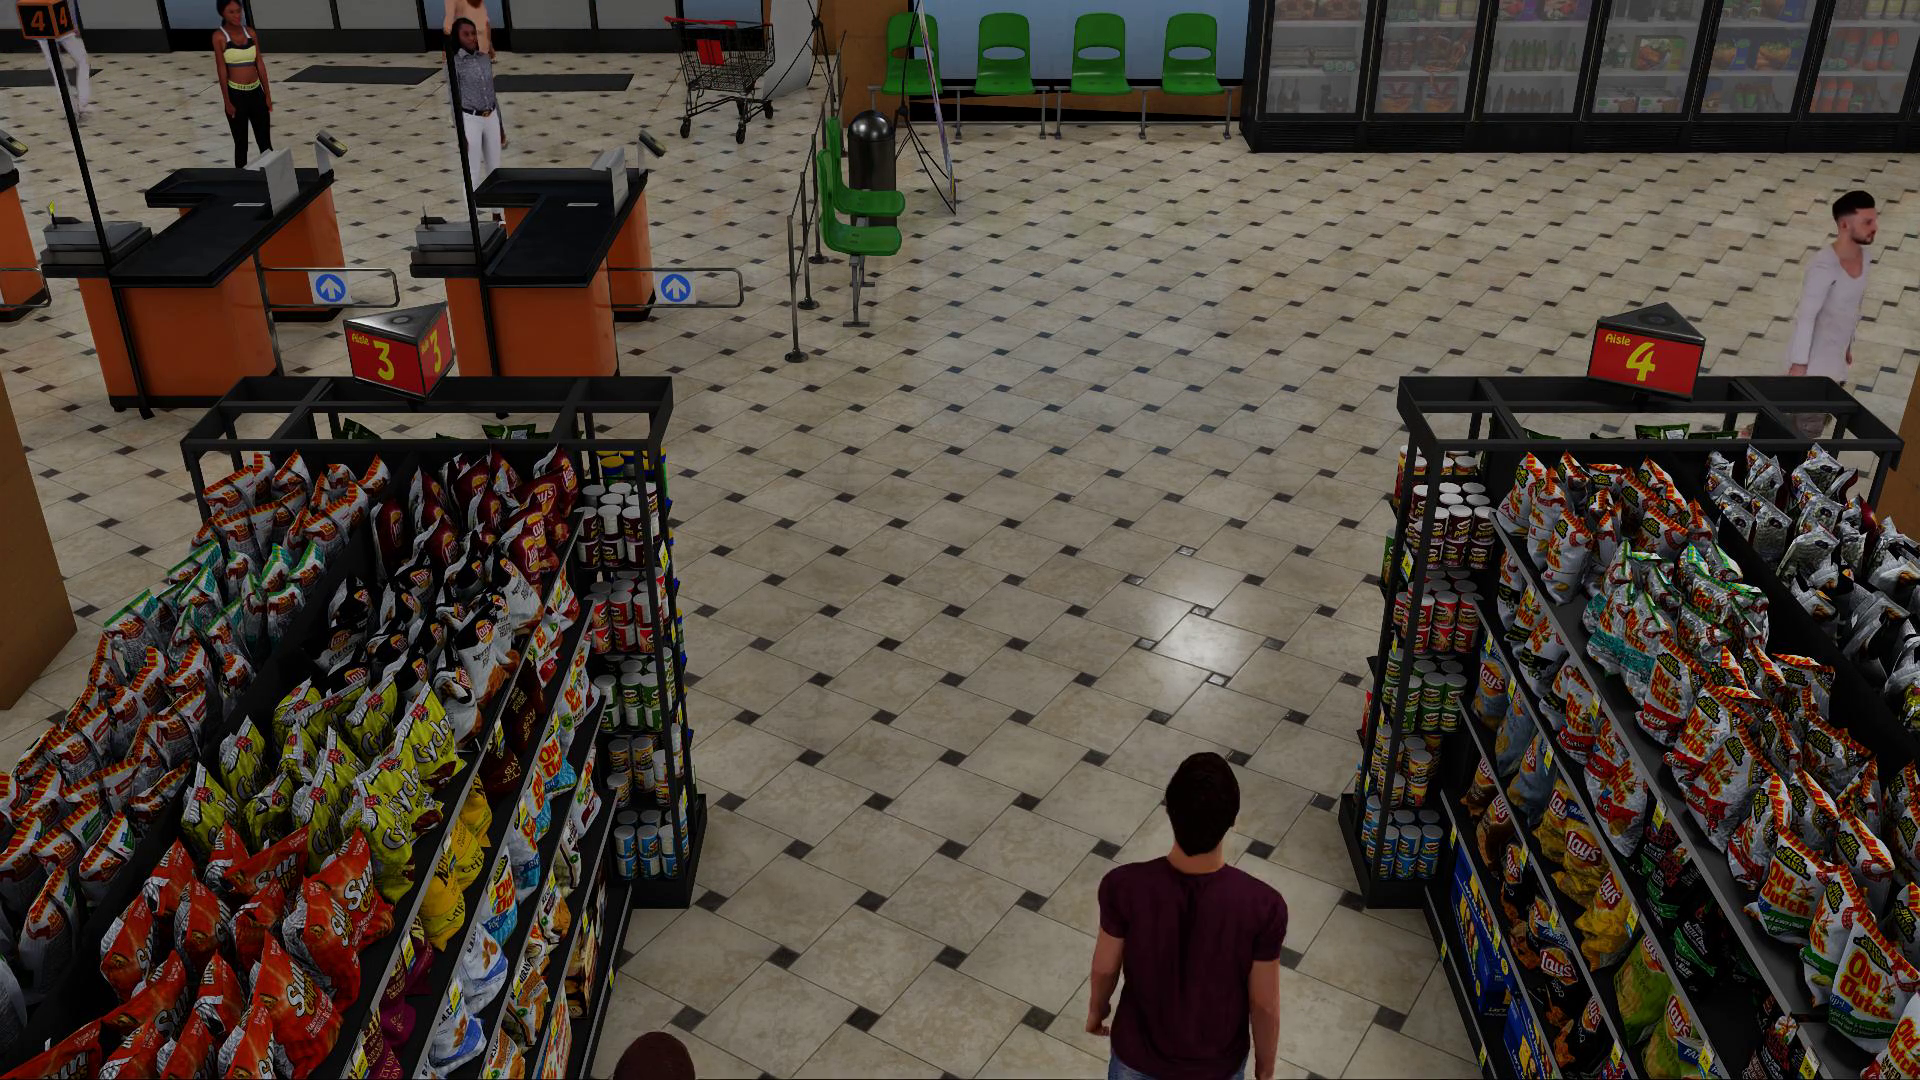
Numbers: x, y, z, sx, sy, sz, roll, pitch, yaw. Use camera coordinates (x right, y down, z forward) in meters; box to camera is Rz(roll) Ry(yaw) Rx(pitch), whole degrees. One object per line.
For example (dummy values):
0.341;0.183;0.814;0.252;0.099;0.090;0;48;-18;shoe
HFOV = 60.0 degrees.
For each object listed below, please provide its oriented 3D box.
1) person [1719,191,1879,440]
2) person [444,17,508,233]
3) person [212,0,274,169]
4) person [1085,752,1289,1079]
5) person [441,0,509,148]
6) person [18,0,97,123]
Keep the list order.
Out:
4.586;-1.023;9.015;1.011;1.827;1.090;-22;36;-35;person
-3.842;-3.278;13.253;0.734;1.724;0.653;21;35;34;person
-6.026;-3.708;14.014;0.704;1.750;0.642;25;37;38;person
0.589;1.441;4.510;0.781;1.819;1.088;4;29;7;person
-4.480;-4.539;15.527;0.986;1.758;1.056;15;32;25;person
-8.884;-5.008;16.270;0.720;1.870;0.703;-4;29;-8;person
